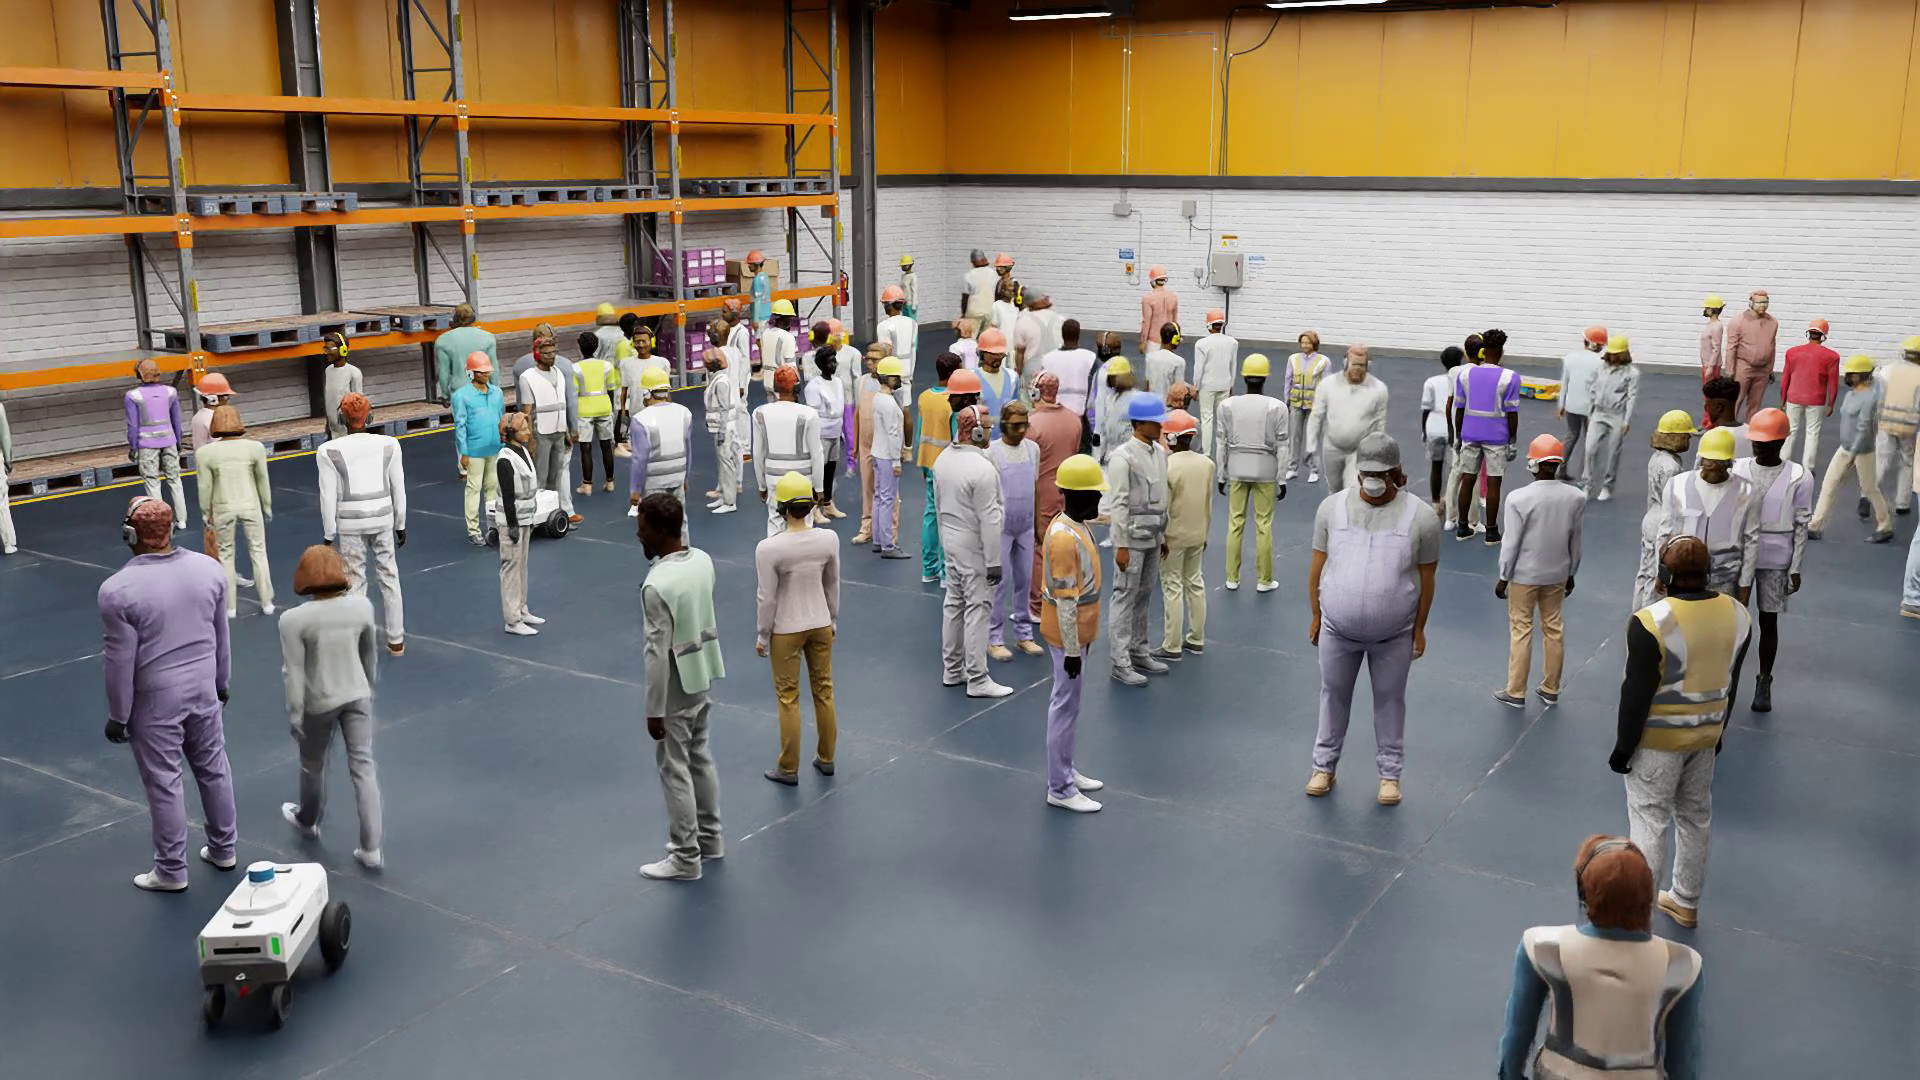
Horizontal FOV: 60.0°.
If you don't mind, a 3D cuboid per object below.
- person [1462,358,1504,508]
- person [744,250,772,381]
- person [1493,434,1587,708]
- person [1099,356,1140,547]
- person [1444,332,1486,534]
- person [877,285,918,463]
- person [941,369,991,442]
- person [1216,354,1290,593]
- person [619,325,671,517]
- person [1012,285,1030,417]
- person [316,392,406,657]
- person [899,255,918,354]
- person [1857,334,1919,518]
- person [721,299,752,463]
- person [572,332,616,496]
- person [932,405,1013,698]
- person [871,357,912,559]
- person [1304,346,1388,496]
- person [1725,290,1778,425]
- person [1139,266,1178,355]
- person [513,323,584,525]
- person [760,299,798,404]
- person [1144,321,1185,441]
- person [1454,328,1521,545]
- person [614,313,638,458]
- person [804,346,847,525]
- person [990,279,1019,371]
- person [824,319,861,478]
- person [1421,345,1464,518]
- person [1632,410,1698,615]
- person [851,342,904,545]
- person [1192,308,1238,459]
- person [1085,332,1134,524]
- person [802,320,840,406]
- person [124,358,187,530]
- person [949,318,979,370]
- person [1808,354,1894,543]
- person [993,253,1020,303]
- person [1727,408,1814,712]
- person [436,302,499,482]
[{"bbox_3d":[5.301,-1.152,16.800,0.507,1.605,0.734,-4,14,-16],"label":"person"},{"bbox_3d":[-3.149,-3.490,25.969,0.398,2.038,0.607,1,13,4],"label":"person"},{"bbox_3d":[3.668,0.195,10.586,0.574,1.749,0.333,-3,13,-13],"label":"person"},{"bbox_3d":[1.430,-0.779,14.857,0.368,1.730,0.508,-9,16,-35],"label":"person"},{"bbox_3d":[4.751,-0.992,15.480,0.326,1.874,0.518,-10,16,-37],"label":"person"},{"bbox_3d":[-0.750,-1.856,18.849,0.372,2.042,0.615,10,16,36],"label":"person"},{"bbox_3d":[0.049,-0.304,12.349,0.376,1.936,0.549,-1,13,-4],"label":"person"},{"bbox_3d":[2.346,-0.530,13.355,0.585,1.927,0.366,5,14,21],"label":"person"},{"bbox_3d":[-3.056,-1.158,16.203,0.516,1.872,0.327,-2,13,-9],"label":"person"},{"bbox_3d":[0.782,-2.292,21.129,0.316,1.867,0.532,3,13,12],"label":"person"},{"bbox_3d":[-4.123,-0.085,11.523,0.575,1.883,0.355,-9,16,-34],"label":"person"},{"bbox_3d":[-0.923,-4.168,29.512,0.338,1.761,0.524,-7,15,-28],"label":"person"},{"bbox_3d":[9.027,-1.075,16.018,0.806,1.798,0.609,-12,18,-42],"label":"person"},{"bbox_3d":[-2.576,-1.813,19.018,0.356,1.882,0.574,-7,15,-26],"label":"person"},{"bbox_3d":[-3.809,-1.303,17.212,0.532,1.696,0.319,-9,16,-35],"label":"person"},{"bbox_3d":[0.094,0.071,10.794,0.409,1.907,0.651,-8,15,-30],"label":"person"},{"bbox_3d":[-0.619,-0.718,14.528,0.305,1.767,0.524,-4,14,-17],"label":"person"},{"bbox_3d":[3.425,-0.806,14.750,0.659,1.850,1.056,4,14,18],"label":"person"},{"bbox_3d":[9.490,-2.037,19.935,0.651,1.906,0.403,-2,13,-9],"label":"person"},{"bbox_3d":[2.719,-2.766,22.903,0.617,1.993,0.396,-8,15,-31],"label":"person"},{"bbox_3d":[-3.882,-1.082,15.723,0.632,1.940,0.372,4,13,15],"label":"person"},{"bbox_3d":[-1.983,-1.711,18.497,0.397,1.920,0.586,-11,17,-38],"label":"person"},{"bbox_3d":[2.057,-1.252,16.651,0.341,1.857,0.521,-12,17,-41],"label":"person"},{"bbox_3d":[4.758,-0.932,15.036,0.603,1.958,0.373,11,17,39],"label":"person"},{"bbox_3d":[-3.890,-1.814,19.462,0.324,1.690,0.546,0,13,2],"label":"person"},{"bbox_3d":[-1.280,-1.004,15.913,0.322,1.697,0.531,7,15,29],"label":"person"},{"bbox_3d":[0.626,-2.614,22.575,0.515,1.844,0.328,-10,16,-37],"label":"person"},{"bbox_3d":[-1.352,-1.551,18.202,0.573,1.738,0.355,4,14,17],"label":"person"},{"bbox_3d":[4.683,-1.028,16.053,0.548,1.678,0.587,8,15,30],"label":"person"},{"bbox_3d":[4.939,-0.046,11.656,0.294,1.744,0.485,2,13,8],"label":"person"},{"bbox_3d":[-0.741,-0.850,14.923,0.507,1.846,0.345,7,15,26],"label":"person"},{"bbox_3d":[2.925,-1.792,19.207,0.563,1.752,0.328,-6,14,-24],"label":"person"},{"bbox_3d":[1.429,-1.073,15.938,0.429,1.829,0.638,6,14,24],"label":"person"},{"bbox_3d":[-1.449,-1.294,16.855,0.543,1.843,0.398,-12,18,-43],"label":"person"},{"bbox_3d":[-7.468,-0.867,15.446,0.307,1.639,0.525,9,16,34],"label":"person"},{"bbox_3d":[0.036,-1.737,19.220,0.307,1.639,0.525,9,16,34],"label":"person"},{"bbox_3d":[8.104,-0.817,15.054,0.901,1.723,0.535,0,13,0],"label":"person"},{"bbox_3d":[0.664,-3.275,25.007,0.376,2.043,0.609,-7,15,-27],"label":"person"},{"bbox_3d":[5.028,0.123,10.500,0.552,1.934,0.355,9,16,33],"label":"person"},{"bbox_3d":[-5.279,-1.586,17.910,0.627,1.940,0.370,-4,14,-16],"label":"person"}]
